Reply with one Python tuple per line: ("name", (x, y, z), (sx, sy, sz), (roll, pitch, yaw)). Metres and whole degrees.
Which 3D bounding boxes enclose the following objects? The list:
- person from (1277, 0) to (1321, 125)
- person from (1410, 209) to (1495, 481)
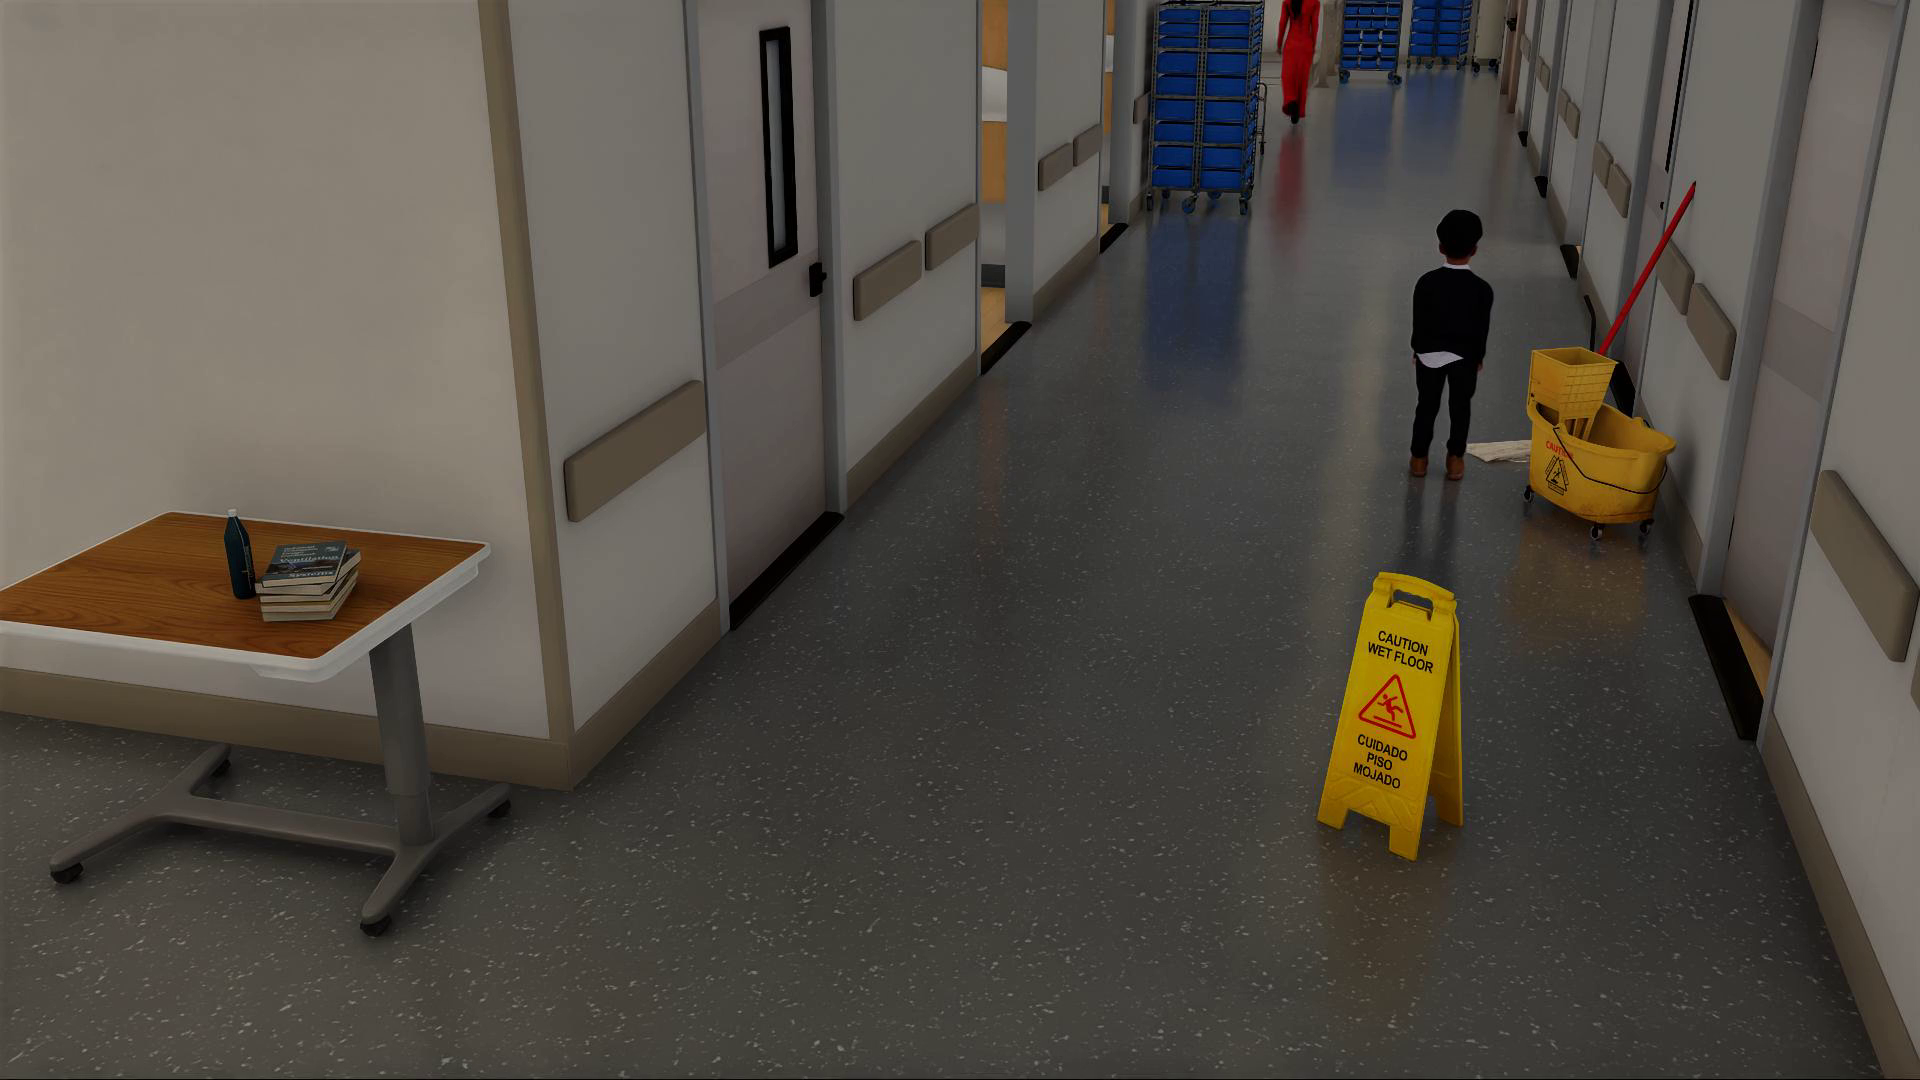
("person", (4.036, -5.848, 19.906), (0.736, 1.763, 1.041), (2, 21, 4))
("person", (2.227, -0.882, 7.557), (0.525, 1.224, 0.517), (9, 22, 22))
